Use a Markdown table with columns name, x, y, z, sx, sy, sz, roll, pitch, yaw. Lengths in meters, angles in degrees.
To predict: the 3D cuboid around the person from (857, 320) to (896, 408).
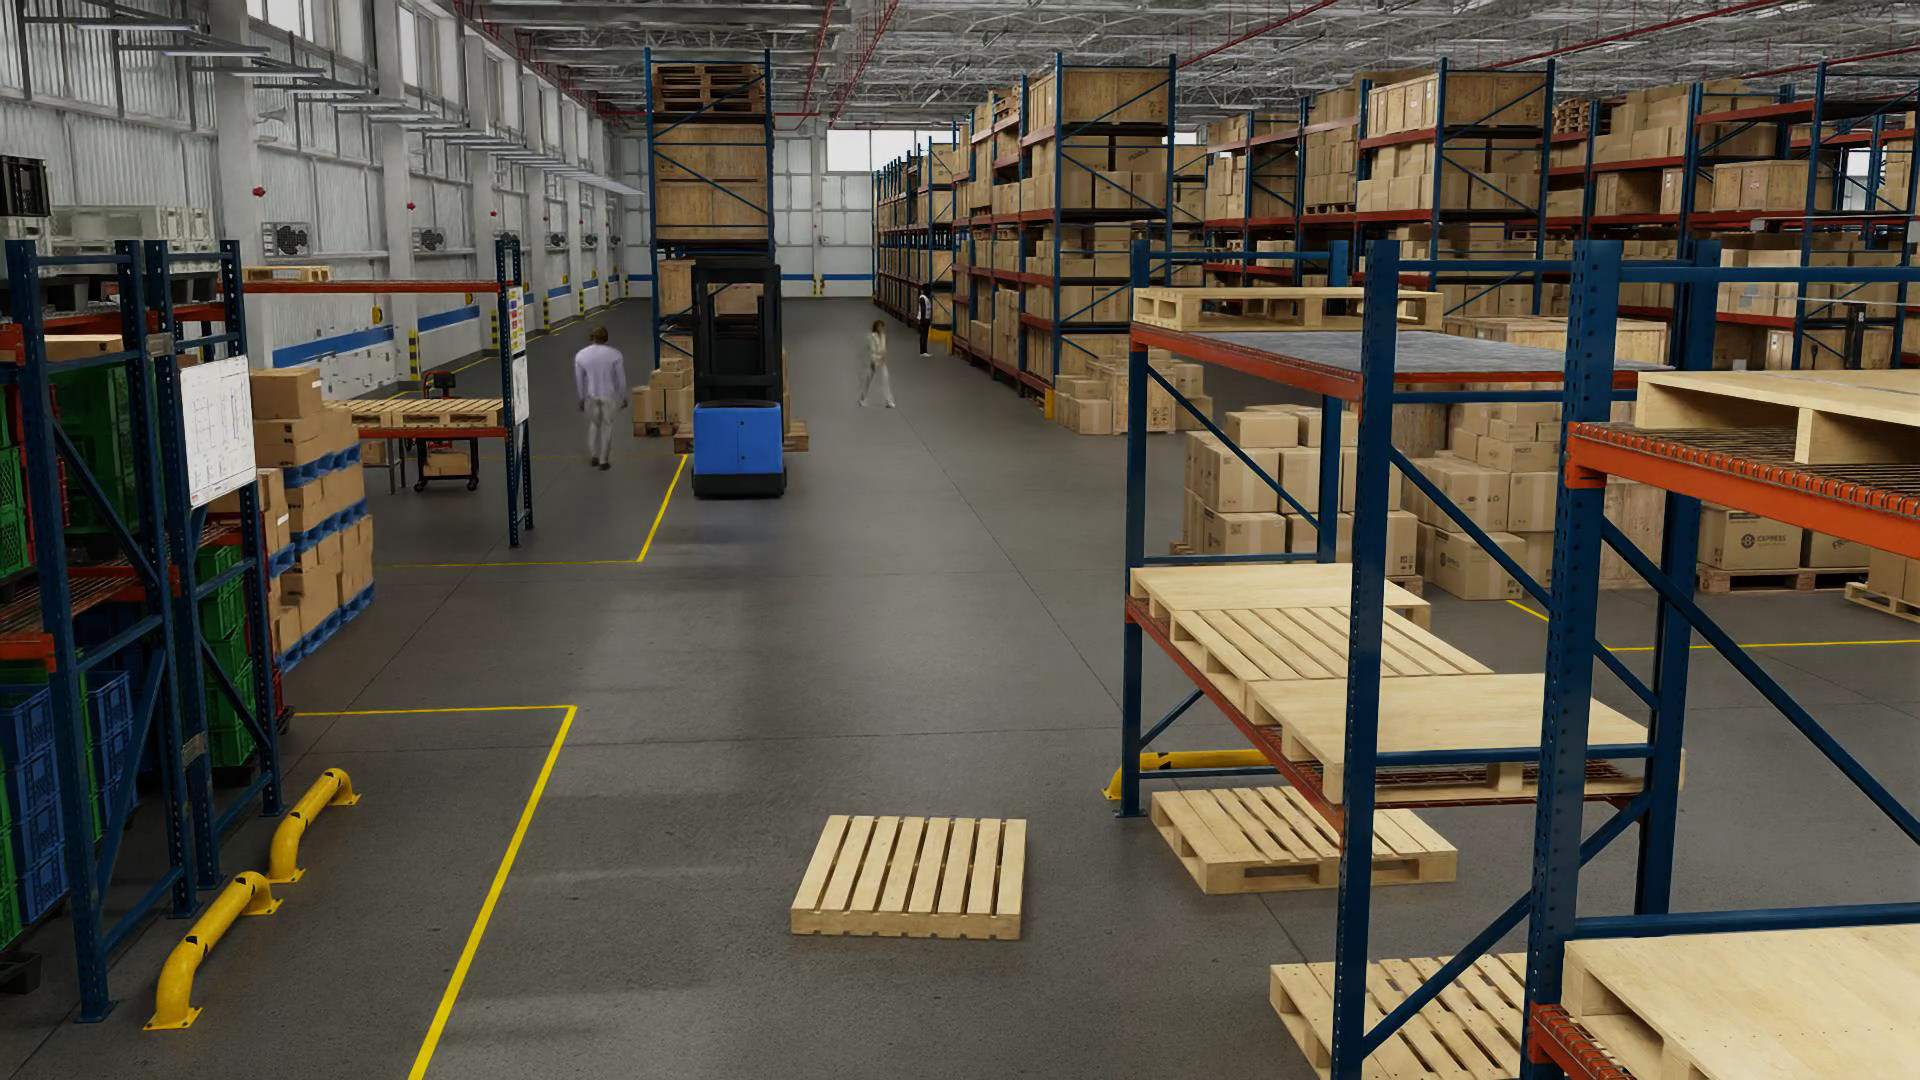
| name | x | y | z | sx | sy | sz | roll | pitch | yaw |
| --- | --- | --- | --- | --- | --- | --- | --- | --- | --- |
| person | -1.553 | -3.219 | 30.330 | 0.842 | 1.600 | 0.517 | 10 | 14 | 43 |

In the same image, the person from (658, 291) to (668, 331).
| name | x | y | z | sx | sy | sz | roll | pitch | yaw |
| --- | --- | --- | --- | --- | --- | --- | --- | --- | --- |
| person | -8.835 | -6.962 | 50.507 | 0.630 | 1.797 | 0.944 | -4 | 11 | -21 |

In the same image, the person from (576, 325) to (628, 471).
| name | x | y | z | sx | sy | sz | roll | pitch | yaw |
| --- | --- | --- | --- | --- | --- | --- | --- | --- | --- |
| person | -4.736 | -1.896 | 22.102 | 0.621 | 1.914 | 0.674 | 1 | 10 | 5 |

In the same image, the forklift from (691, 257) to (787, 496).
| name | x | y | z | sx | sy | sz | roll | pitch | yaw |
| --- | --- | --- | --- | --- | --- | --- | --- | --- | --- |
| forklift | -2.692 | -2.022 | 20.139 | 1.129 | 2.768 | 1.873 | -1 | 10 | -6 |

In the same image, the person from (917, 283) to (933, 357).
| name | x | y | z | sx | sy | sz | roll | pitch | yaw |
| --- | --- | --- | --- | --- | --- | --- | --- | --- | --- |
| person | -0.914 | -5.750 | 43.460 | 0.391 | 1.920 | 0.593 | 2 | 10 | 9 |

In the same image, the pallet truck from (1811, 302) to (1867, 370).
| name | x | y | z | sx | sy | sz | roll | pitch | yaw |
| --- | --- | --- | --- | --- | --- | --- | --- | --- | --- |
| pallet truck | 15.846 | -3.142 | 28.793 | 1.885 | 1.965 | 0.823 | 2 | 10 | 12 |
